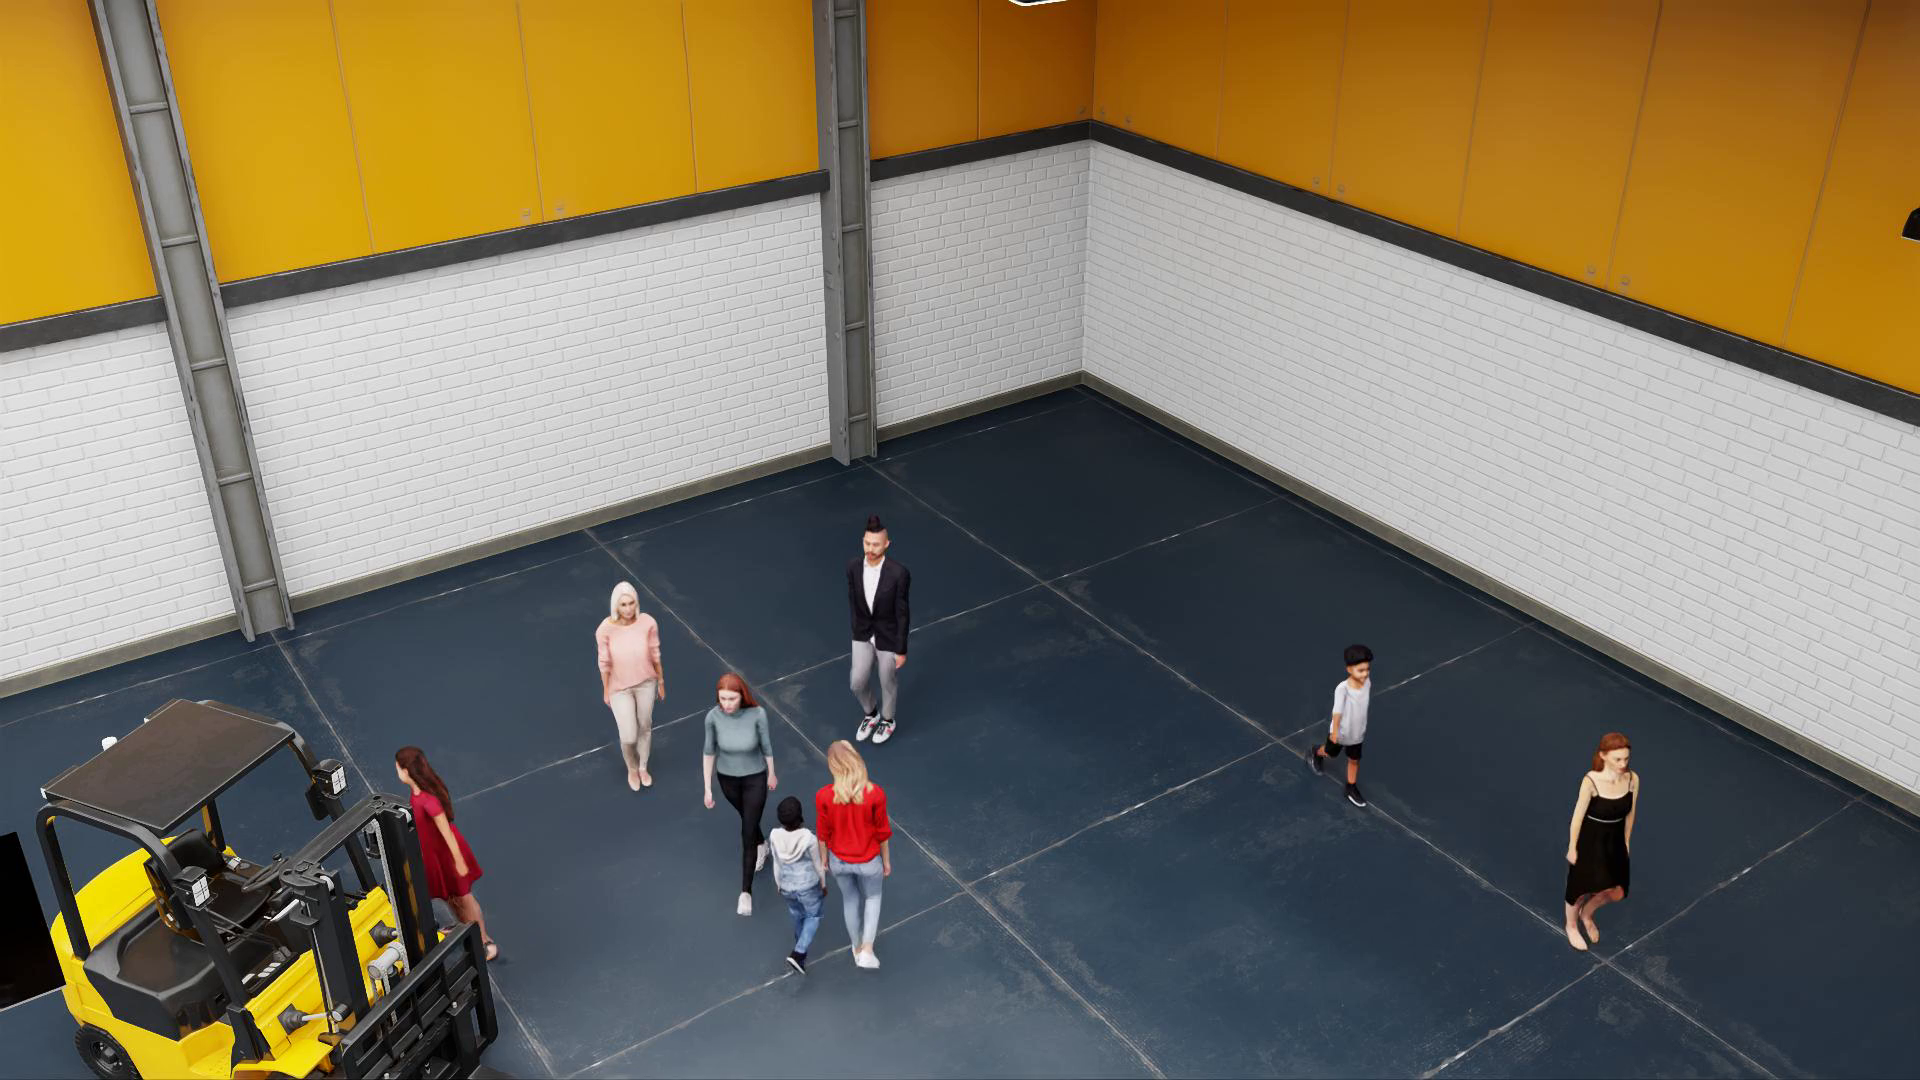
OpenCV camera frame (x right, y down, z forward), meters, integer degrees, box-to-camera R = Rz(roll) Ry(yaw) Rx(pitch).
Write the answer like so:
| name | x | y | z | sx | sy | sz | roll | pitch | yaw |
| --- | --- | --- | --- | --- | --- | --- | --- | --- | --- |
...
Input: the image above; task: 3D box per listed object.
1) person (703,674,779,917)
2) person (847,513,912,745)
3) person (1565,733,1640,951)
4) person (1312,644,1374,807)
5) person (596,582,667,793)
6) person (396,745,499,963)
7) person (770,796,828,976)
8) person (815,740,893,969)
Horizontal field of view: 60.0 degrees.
| name | x | y | z | sx | sy | sz | roll | pitch | yaw |
| --- | --- | --- | --- | --- | --- | --- | --- | --- | --- |
| person | -1.448 | 1.582 | 11.190 | 1.077 | 1.699 | 1.099 | 3 | 29 | 5 |
| person | -0.569 | 0.659 | 12.631 | 0.822 | 1.939 | 0.850 | 11 | 30 | 19 |
| person | 4.076 | 1.890 | 10.710 | 0.678 | 1.617 | 0.760 | -3 | 29 | -5 |
| person | 2.809 | 1.303 | 12.172 | 0.804 | 1.249 | 0.664 | -12 | 31 | -21 |
| person | -2.423 | 1.023 | 12.195 | 0.578 | 1.718 | 0.707 | -13 | 31 | -22 |
| person | -3.249 | 1.990 | 10.618 | 0.757 | 1.531 | 0.645 | 22 | 35 | 34 |
| person | -1.030 | 2.186 | 10.549 | 0.730 | 1.252 | 0.829 | 8 | 30 | 14 |
| person | -0.658 | 2.039 | 10.359 | 0.797 | 1.692 | 0.859 | -1 | 29 | -2 |
